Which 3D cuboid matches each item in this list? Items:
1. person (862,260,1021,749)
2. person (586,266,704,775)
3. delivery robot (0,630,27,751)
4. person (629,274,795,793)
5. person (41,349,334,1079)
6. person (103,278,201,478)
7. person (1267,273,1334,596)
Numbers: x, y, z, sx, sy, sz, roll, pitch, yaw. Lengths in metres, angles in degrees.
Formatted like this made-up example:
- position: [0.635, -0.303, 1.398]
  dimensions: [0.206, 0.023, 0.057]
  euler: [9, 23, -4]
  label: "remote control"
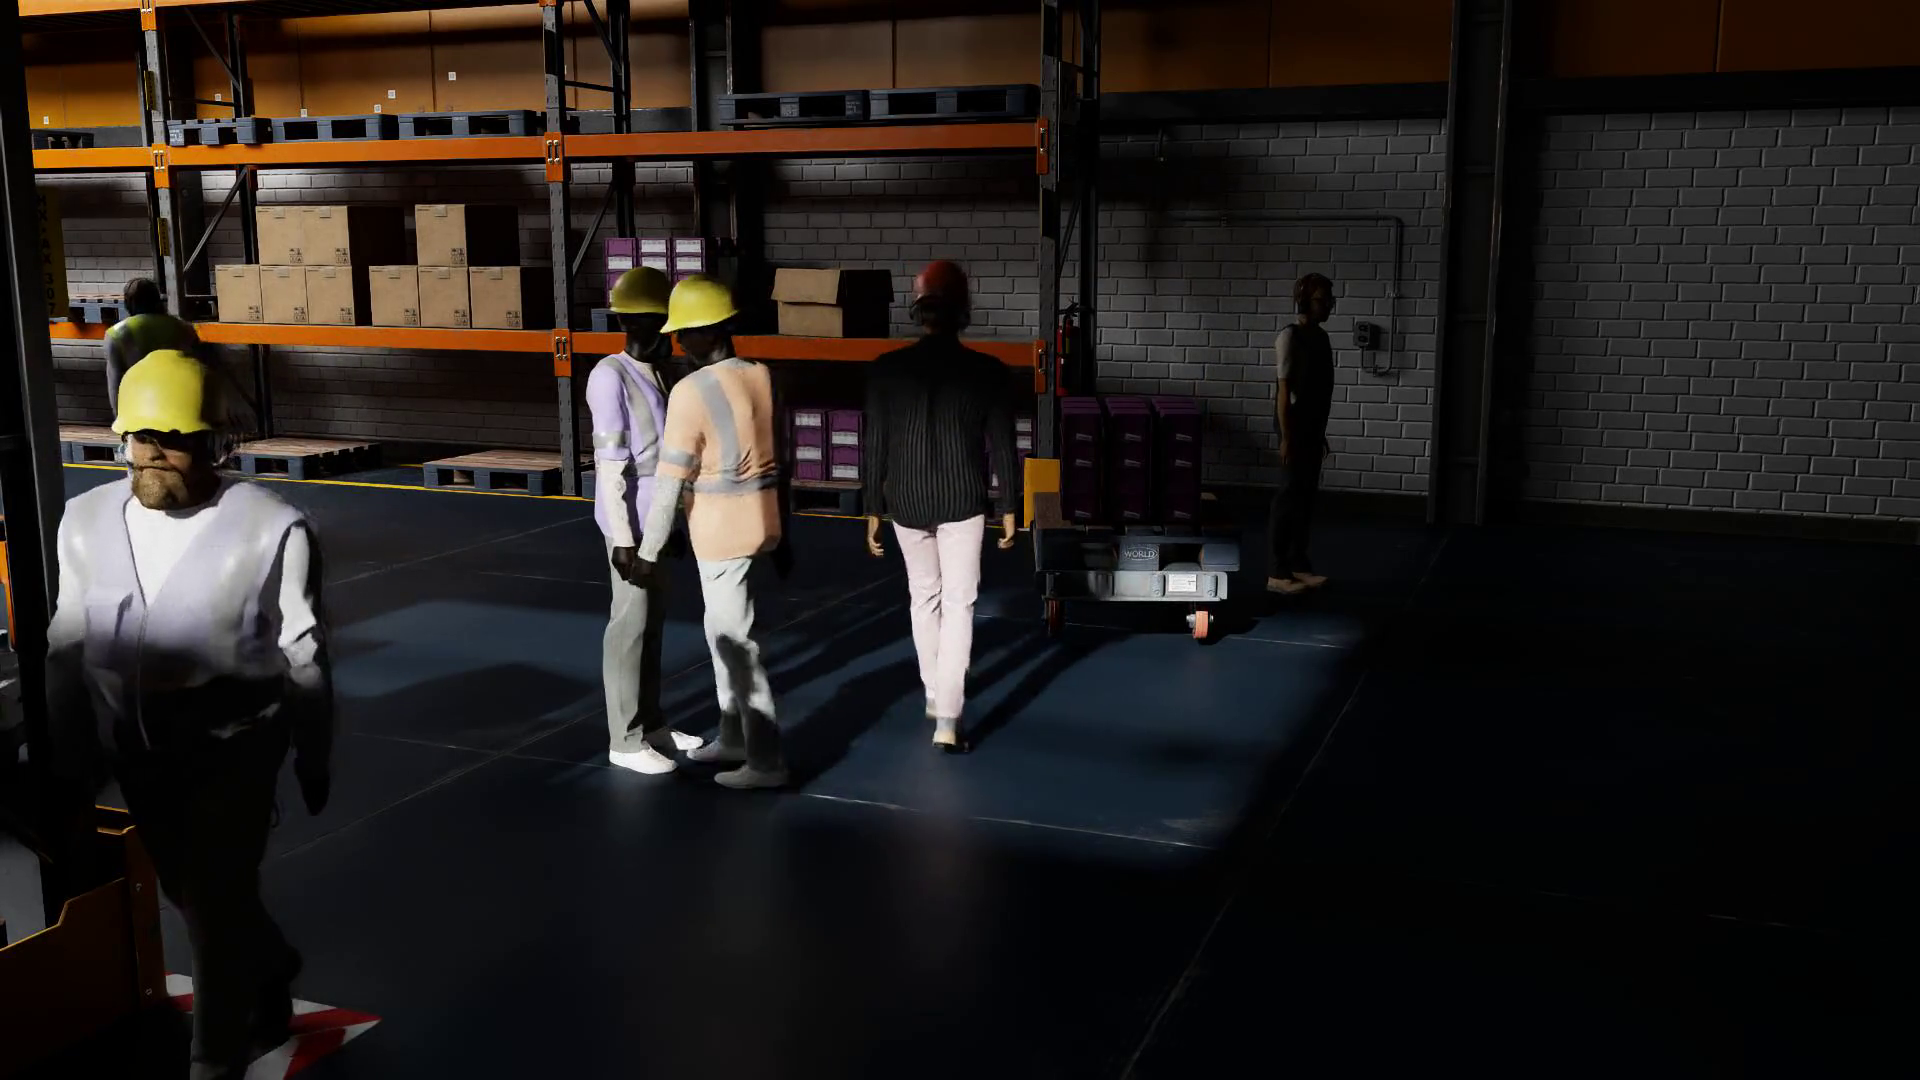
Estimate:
- position: [-0.073, -0.151, 6.765]
  dimensions: [0.631, 1.959, 0.875]
  euler: [3, 11, 15]
  label: "person"
- position: [-1.207, -0.079, 6.414]
  dimensions: [0.370, 1.928, 0.585]
  euler: [2, 10, 10]
  label: "person"
- position: [-3.635, 0.584, 6.287]
  dimensions: [0.477, 0.478, 0.707]
  euler: [-1, 10, -6]
  label: "delivery robot"
- position: [-0.896, -0.010, 6.078]
  dimensions: [0.615, 1.898, 0.601]
  euler: [4, 11, 23]
  label: "person"
- position: [-1.748, 0.444, 3.879]
  dimensions: [0.593, 1.800, 0.874]
  euler: [1, 10, 6]
  label: "person"
- position: [-5.294, -0.825, 10.980]
  dimensions: [0.621, 1.798, 0.999]
  euler: [-10, 14, -43]
  label: "person"
- position: [1.980, -0.608, 9.595]
  dimensions: [0.325, 1.843, 0.516]
  euler: [8, 13, 36]
  label: "person"
